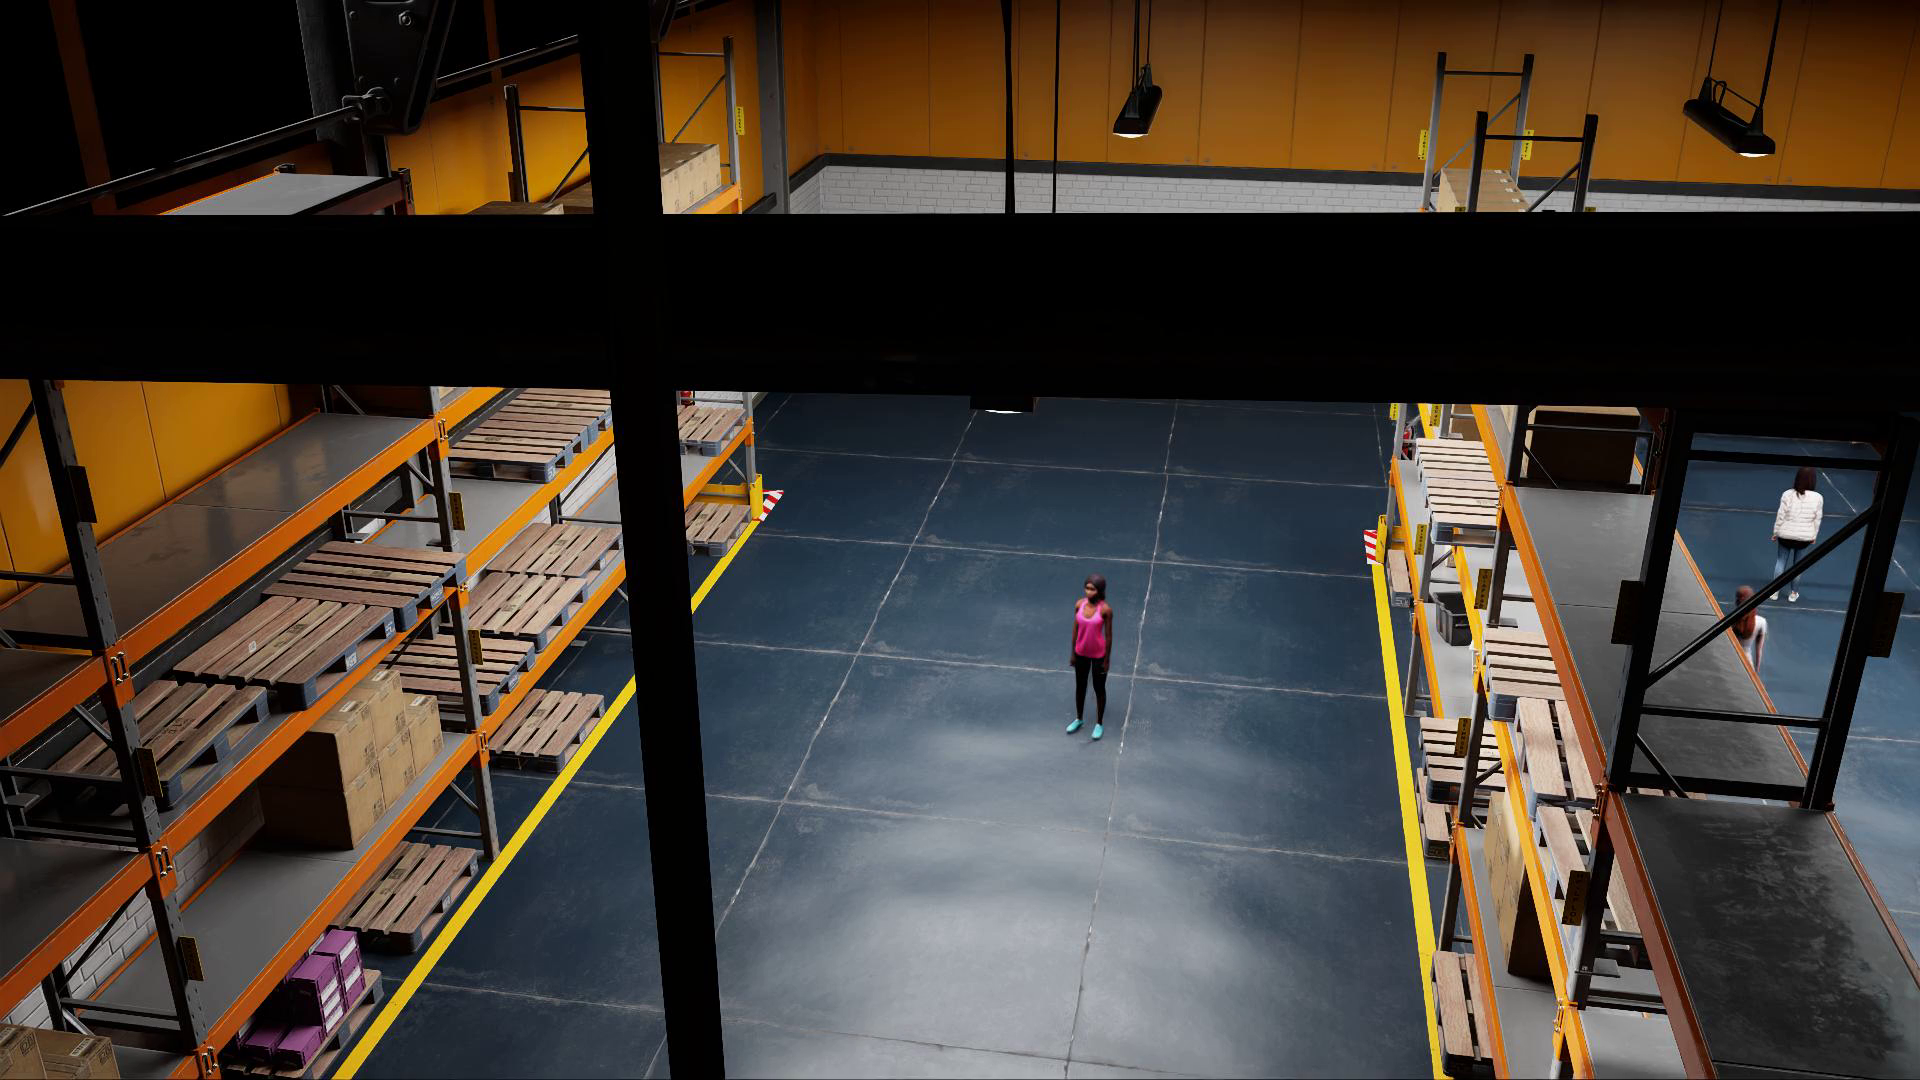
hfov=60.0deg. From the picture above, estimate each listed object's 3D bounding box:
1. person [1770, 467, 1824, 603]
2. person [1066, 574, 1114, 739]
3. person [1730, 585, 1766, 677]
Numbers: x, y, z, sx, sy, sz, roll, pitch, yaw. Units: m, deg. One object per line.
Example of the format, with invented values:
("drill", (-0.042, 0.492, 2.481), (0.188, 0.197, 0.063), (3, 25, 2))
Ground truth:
("person", (9.576, -0.073, 19.060), (0.662, 1.636, 0.617), (9, 25, 21))
("person", (1.290, 1.114, 16.237), (0.625, 1.722, 0.638), (12, 26, 25))
("person", (7.377, 1.288, 15.837), (0.607, 1.725, 0.656), (4, 24, 8))
